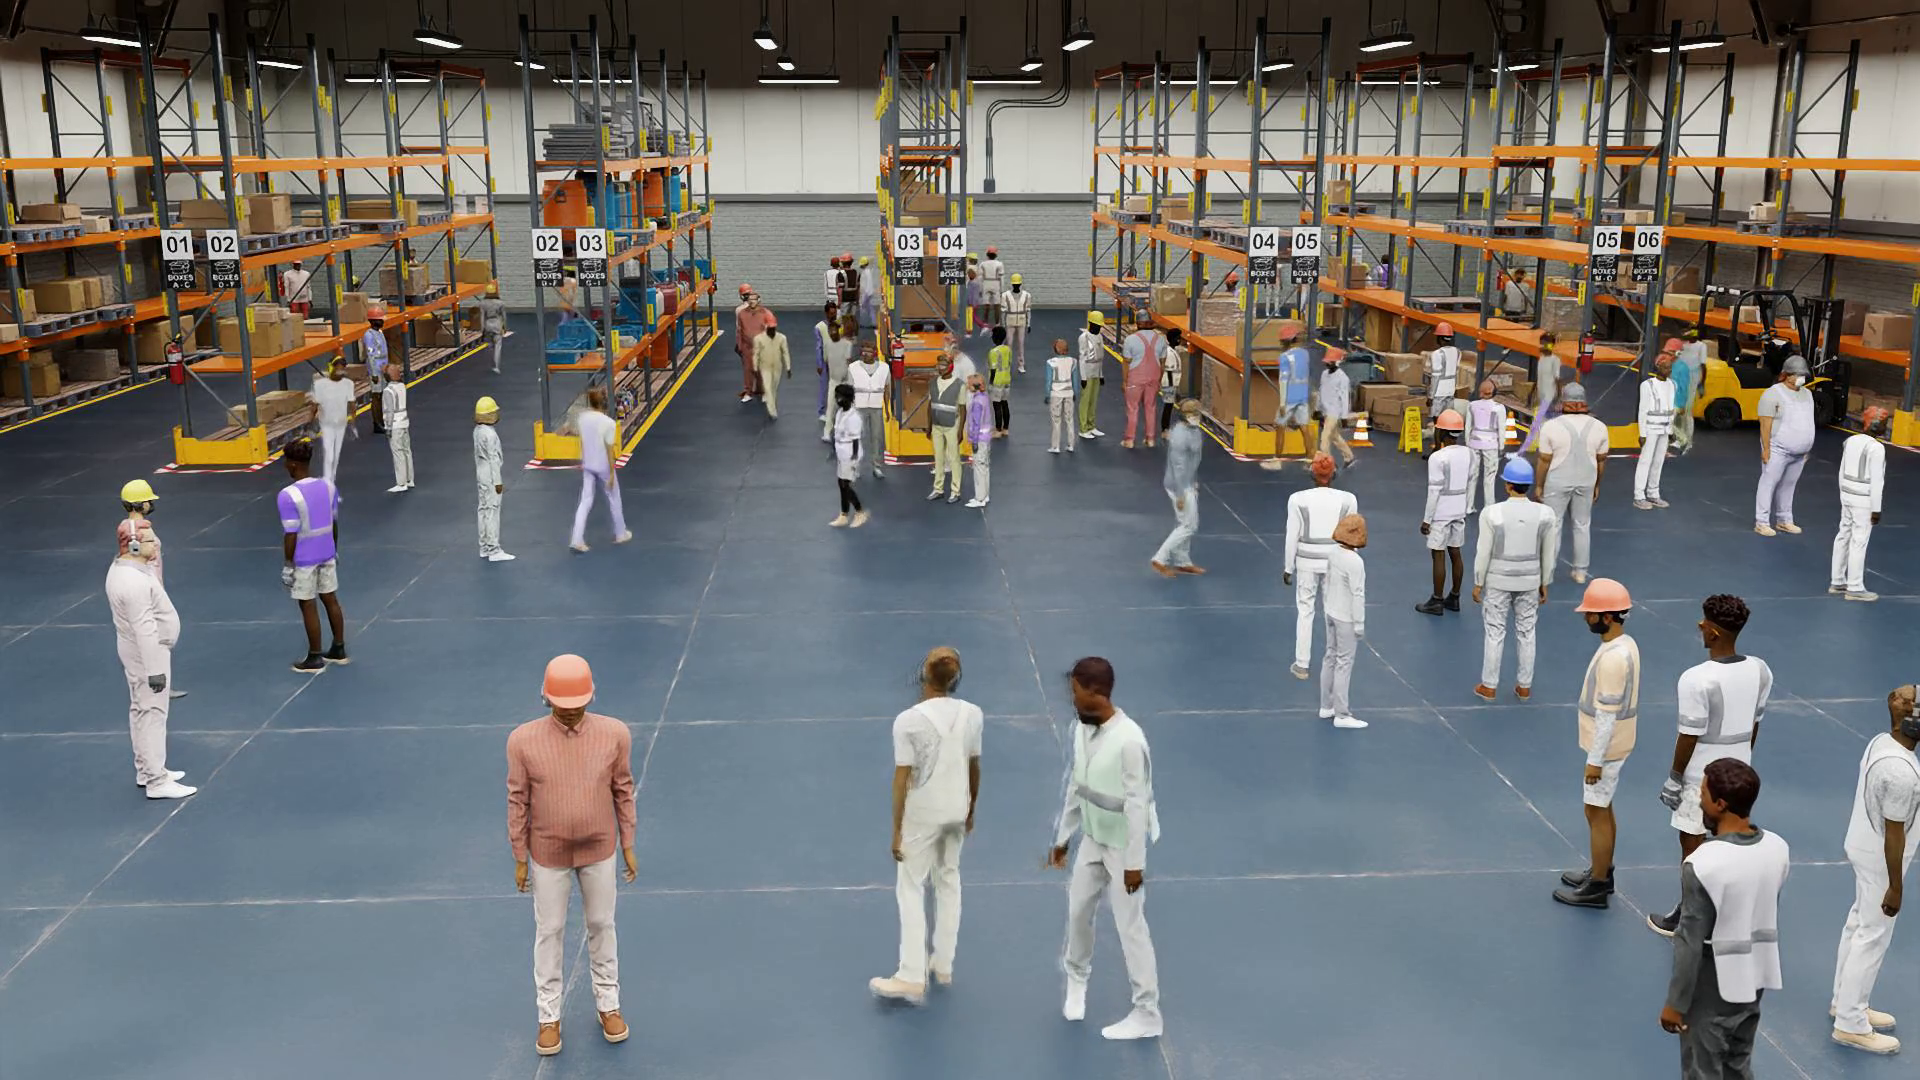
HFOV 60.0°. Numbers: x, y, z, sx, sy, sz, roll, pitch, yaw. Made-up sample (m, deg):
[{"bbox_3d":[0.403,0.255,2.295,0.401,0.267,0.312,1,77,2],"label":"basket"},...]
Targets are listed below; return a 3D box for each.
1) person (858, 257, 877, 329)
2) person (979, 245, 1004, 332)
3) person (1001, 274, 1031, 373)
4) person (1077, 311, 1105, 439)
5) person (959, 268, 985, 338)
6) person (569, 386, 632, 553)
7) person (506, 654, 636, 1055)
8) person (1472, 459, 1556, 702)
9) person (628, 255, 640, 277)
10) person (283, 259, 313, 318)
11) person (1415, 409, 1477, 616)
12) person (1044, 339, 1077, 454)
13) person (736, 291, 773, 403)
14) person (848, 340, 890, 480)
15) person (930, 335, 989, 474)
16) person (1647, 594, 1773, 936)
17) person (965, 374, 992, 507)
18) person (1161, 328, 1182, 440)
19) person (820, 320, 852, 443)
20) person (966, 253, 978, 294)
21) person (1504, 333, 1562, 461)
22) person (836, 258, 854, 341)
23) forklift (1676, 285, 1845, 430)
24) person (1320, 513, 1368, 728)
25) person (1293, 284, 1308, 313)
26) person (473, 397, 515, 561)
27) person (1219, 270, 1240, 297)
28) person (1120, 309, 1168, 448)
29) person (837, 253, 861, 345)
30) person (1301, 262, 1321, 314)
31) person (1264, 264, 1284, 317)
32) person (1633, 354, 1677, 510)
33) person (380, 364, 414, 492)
[{"bbox_3d":[-2.313,-5.951,40.094,0.675,1.736,0.564,-2,13,-7],"label":"person"},{"bbox_3d":[0.761,-5.973,39.566,0.615,2.040,0.391,3,14,13],"label":"person"},{"bbox_3d":[1.096,-4.208,32.337,0.590,1.926,0.388,-1,13,-5],"label":"person"},{"bbox_3d":[2.002,-2.500,25.121,0.377,1.918,0.585,9,16,33],"label":"person"},{"bbox_3d":[0.282,-5.430,38.165,0.459,1.621,0.526,-6,14,-23],"label":"person"},{"bbox_3d":[-3.942,-0.771,18.064,0.516,1.809,0.973,5,14,20],"label":"person"},{"bbox_3d":[-1.863,1.498,8.039,0.608,1.986,0.389,-5,14,-20],"label":"person"},{"bbox_3d":[4.342,0.324,13.091,0.616,1.946,0.394,0,13,1],"label":"person"},{"bbox_3d":[-8.526,-6.773,43.592,0.335,1.743,0.561,-1,13,-6],"label":"person"},{"bbox_3d":[-14.686,-5.334,36.962,0.382,1.995,0.612,12,18,41],"label":"person"},{"bbox_3d":[4.539,-0.256,15.573,0.542,1.938,0.358,-8,15,-30],"label":"person"},{"bbox_3d":[1.448,-2.056,23.843,0.523,1.636,0.311,-6,15,-25],"label":"person"},{"bbox_3d":[-3.529,-3.313,28.592,0.649,1.907,0.409,2,13,7],"label":"person"},{"bbox_3d":[-1.203,-1.729,22.019,0.565,1.841,0.396,-3,14,-14],"label":"person"},{"bbox_3d":[-0.004,-1.842,22.475,0.879,1.874,0.661,-11,17,-40],"label":"person"},{"bbox_3d":[4.118,1.249,9.136,0.606,1.966,0.367,-6,15,-25],"label":"person"},{"bbox_3d":[0.231,-1.214,20.291,0.314,1.634,0.515,2,13,9],"label":"person"},{"bbox_3d":[3.157,-2.336,24.924,0.320,1.687,0.537,2,13,10],"label":"person"},{"bbox_3d":[-1.823,-2.381,24.866,0.483,1.811,1.029,4,14,16],"label":"person"},{"bbox_3d":[0.230,-6.318,41.672,0.597,1.736,0.547,-8,15,-30],"label":"person"},{"bbox_3d":[8.020,-1.943,22.980,0.986,1.813,0.551,-1,13,-4],"label":"person"},{"bbox_3d":[-2.605,-5.465,37.704,0.404,1.911,0.636,4,14,15],"label":"person"},{"bbox_3d":[12.503,-2.886,26.166,2.313,2.155,1.214,-1,13,-3],"label":"forklift"},{"bbox_3d":[2.921,0.600,12.596,0.284,1.634,0.498,-3,14,-11],"label":"person"},{"bbox_3d":[9.034,-6.806,43.974,0.497,1.633,0.285,-6,14,-23],"label":"person"},{"bbox_3d":[-4.979,-0.655,17.674,0.294,1.745,0.493,-9,16,-34],"label":"person"},{"bbox_3d":[5.122,-4.095,31.610,0.607,2.044,0.371,11,17,38],"label":"person"},{"bbox_3d":[2.648,-2.371,24.313,0.686,2.000,0.535,-5,14,-21],"label":"person"},{"bbox_3d":[-2.483,-5.310,36.762,0.616,2.039,0.384,-12,18,-42],"label":"person"},{"bbox_3d":[8.934,-6.502,42.246,0.581,1.833,0.990,12,18,41],"label":"person"},{"bbox_3d":[8.123,-6.604,43.110,0.515,1.636,0.314,7,15,28],"label":"person"},{"bbox_3d":[8.451,-1.315,20.174,0.584,1.882,0.345,-7,15,-28],"label":"person"},{"bbox_3d":[-7.180,-1.430,21.193,0.310,1.636,0.522,1,13,5],"label":"person"}]
